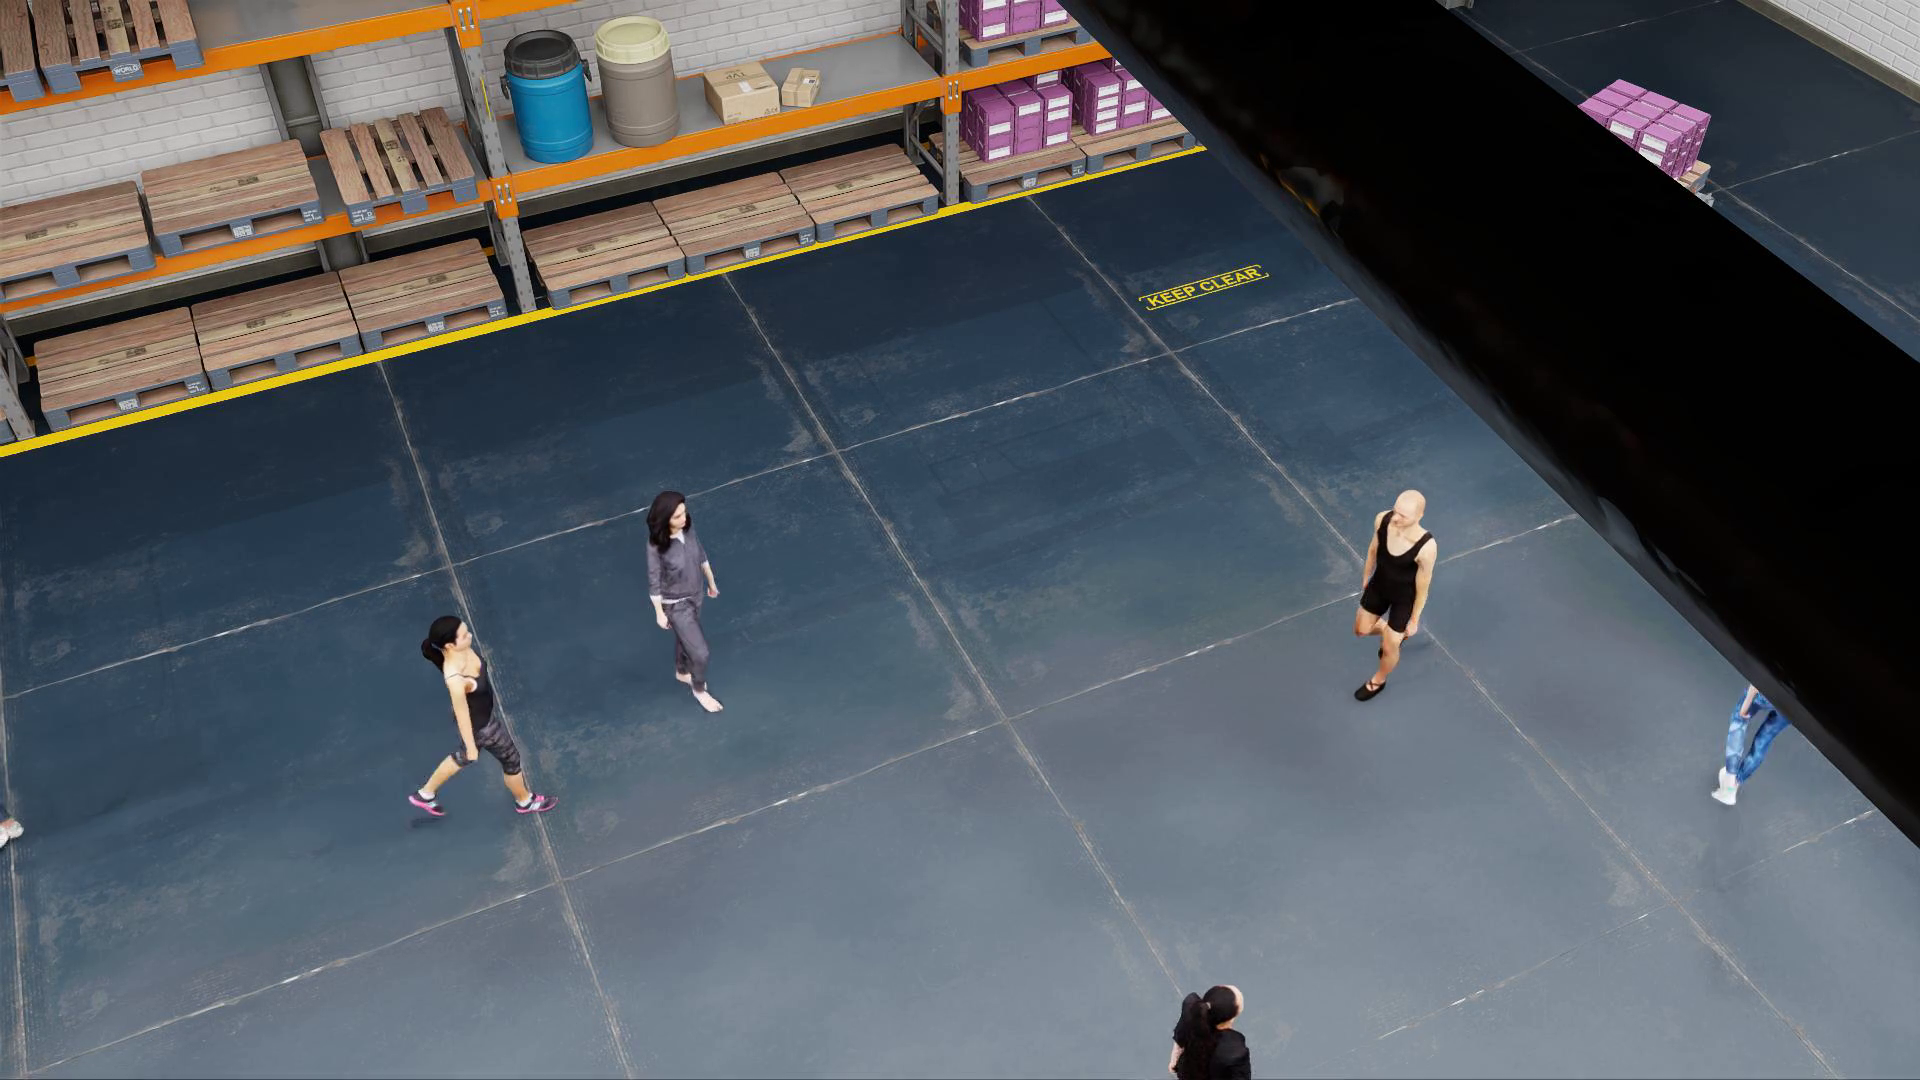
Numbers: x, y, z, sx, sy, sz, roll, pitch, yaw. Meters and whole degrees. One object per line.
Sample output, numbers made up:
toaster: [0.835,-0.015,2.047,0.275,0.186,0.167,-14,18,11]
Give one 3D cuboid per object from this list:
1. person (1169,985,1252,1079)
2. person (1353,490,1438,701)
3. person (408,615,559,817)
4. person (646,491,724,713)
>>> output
person: [1.137,2.728,8.138,1.056,1.658,0.709,-25,49,-24]
person: [2.835,0.315,10.572,0.871,1.796,0.757,-27,50,-25]
person: [-2.964,1.092,9.828,1.117,1.696,0.679,-11,45,-11]
person: [-1.848,0.335,10.584,0.843,1.750,0.782,20,47,20]
